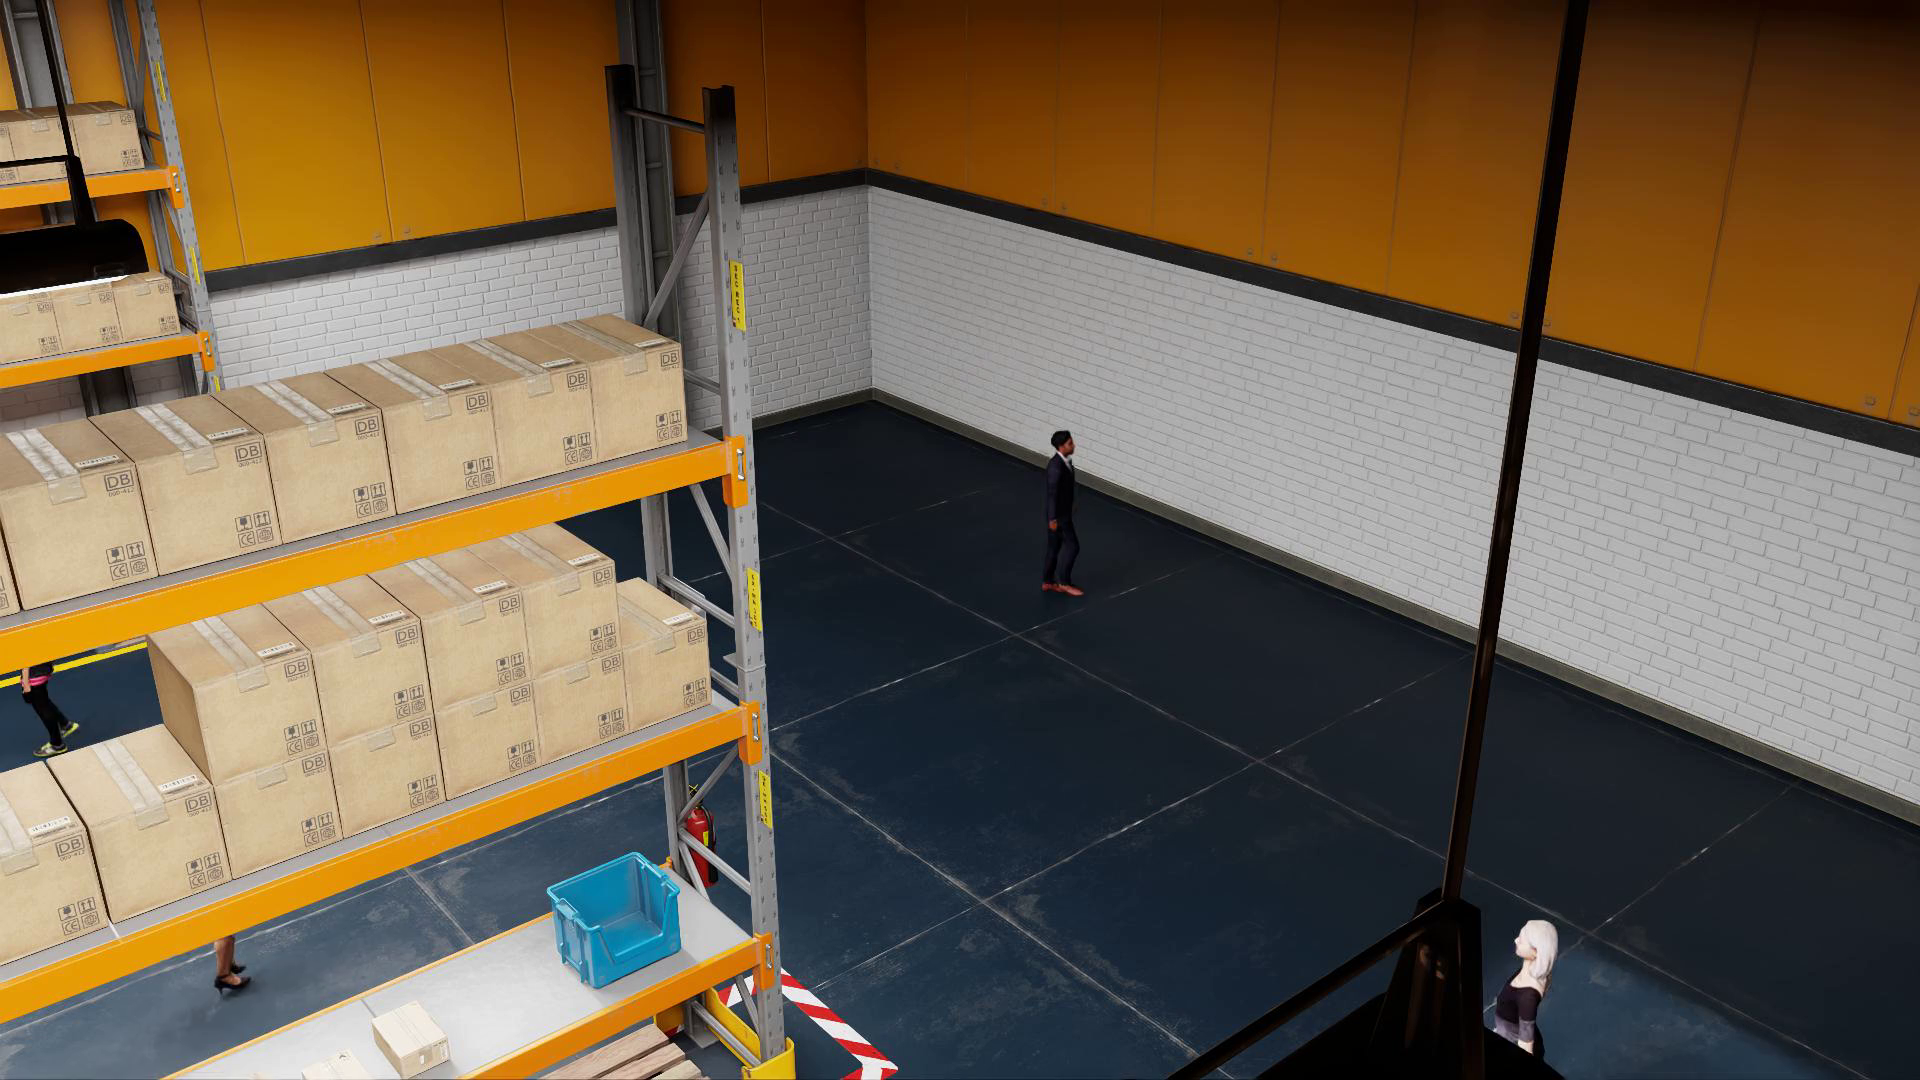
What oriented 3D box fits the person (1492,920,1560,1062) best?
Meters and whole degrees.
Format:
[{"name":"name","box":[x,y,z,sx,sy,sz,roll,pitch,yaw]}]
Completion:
[{"name":"person","box":[3.127,2.857,9.040,0.799,1.808,0.837,13,27,28]}]

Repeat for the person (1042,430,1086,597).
[{"name":"person","box":[0.891,-0.271,16.309,0.871,1.718,0.798,6,24,13]}]
